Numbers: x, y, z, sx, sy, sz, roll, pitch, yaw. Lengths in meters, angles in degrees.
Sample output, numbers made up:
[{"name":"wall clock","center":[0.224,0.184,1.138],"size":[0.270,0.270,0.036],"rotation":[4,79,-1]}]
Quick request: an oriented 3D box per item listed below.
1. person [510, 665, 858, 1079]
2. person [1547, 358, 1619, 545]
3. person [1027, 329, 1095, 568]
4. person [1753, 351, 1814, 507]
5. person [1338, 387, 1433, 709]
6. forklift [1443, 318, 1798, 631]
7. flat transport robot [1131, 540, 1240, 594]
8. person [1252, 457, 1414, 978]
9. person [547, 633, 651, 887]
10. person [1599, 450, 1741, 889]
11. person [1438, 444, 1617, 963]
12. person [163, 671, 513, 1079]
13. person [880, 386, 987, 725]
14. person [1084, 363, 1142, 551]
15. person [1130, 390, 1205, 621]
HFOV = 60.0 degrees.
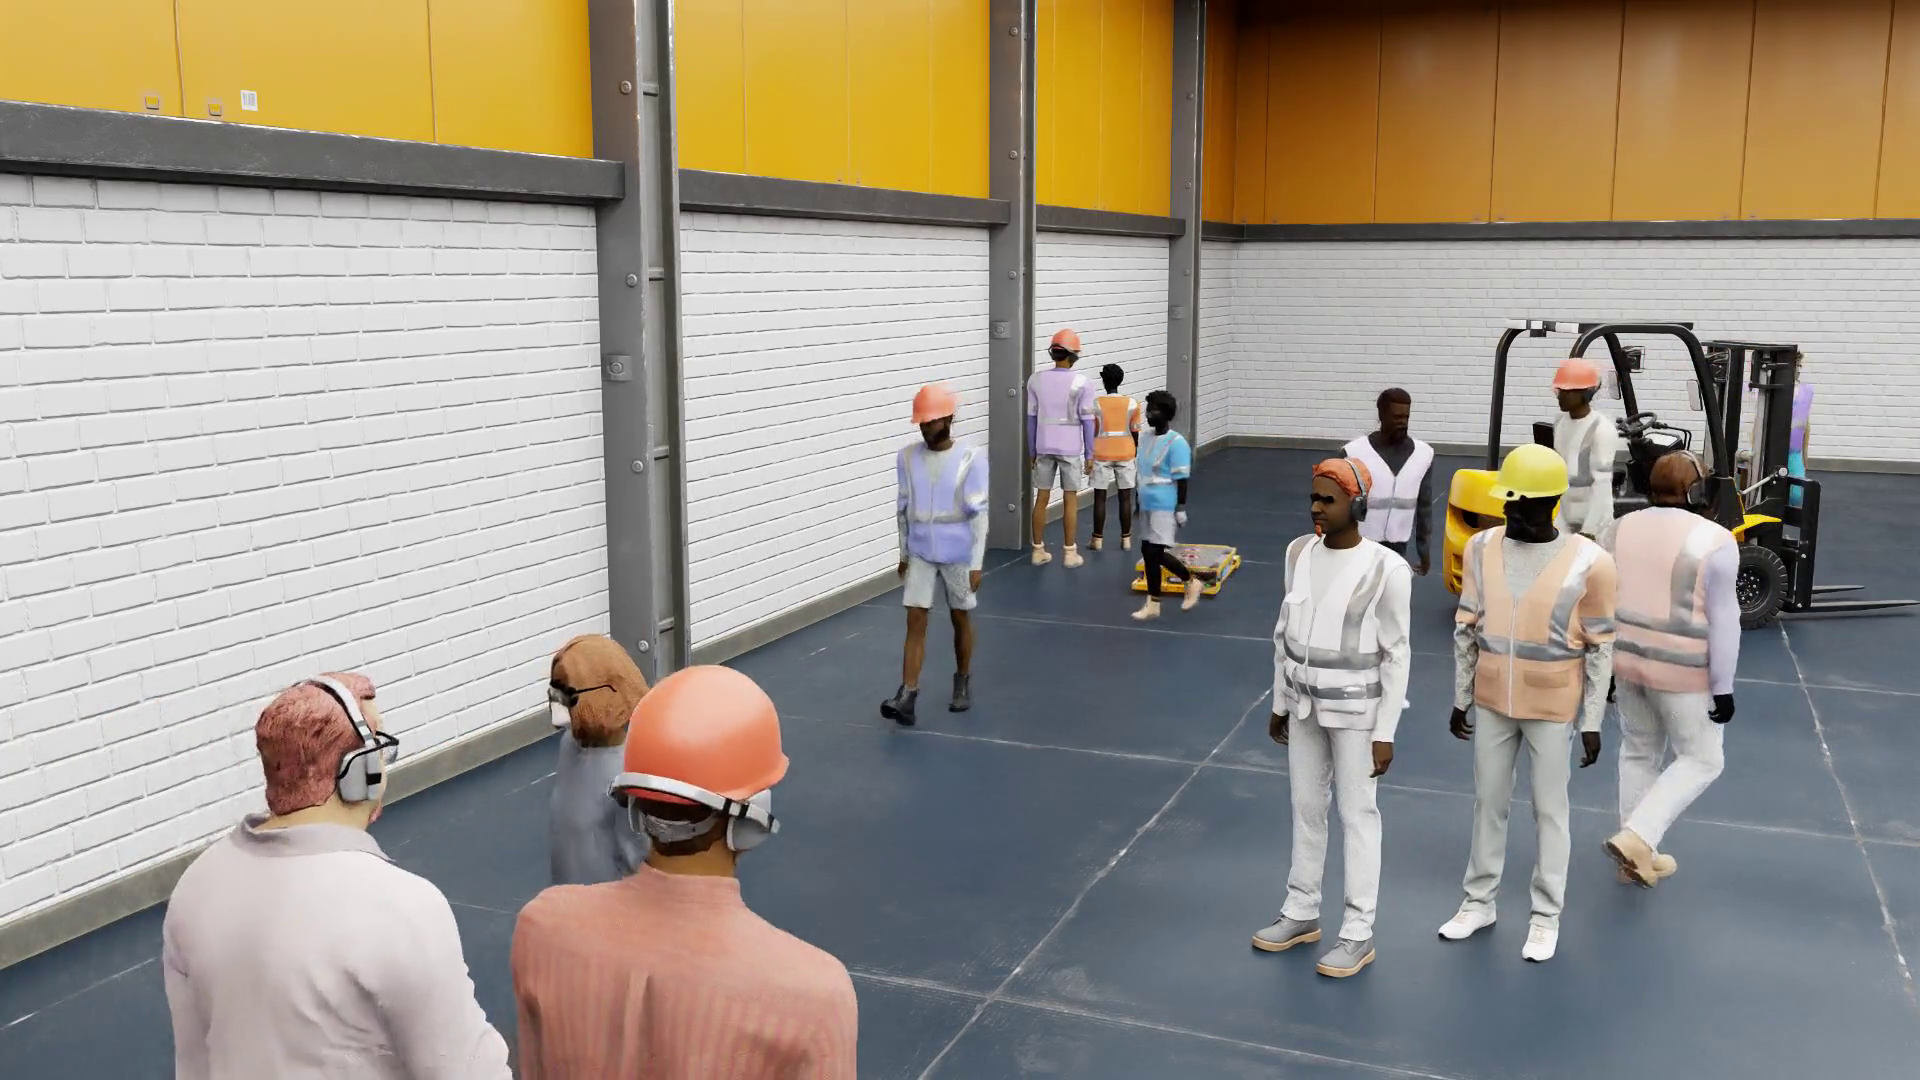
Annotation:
[{"name":"person","center":[-0.451,1.174,2.552],"size":[0.615,1.973,0.846],"rotation":[3,10,18]},{"name":"person","center":[3.920,-0.172,10.663],"size":[1.106,1.972,0.624],"rotation":[-2,10,-14]},{"name":"person","center":[0.869,-0.779,14.212],"size":[0.608,2.034,0.425],"rotation":[5,10,26]},{"name":"person","center":[7.263,-0.774,14.754],"size":[0.592,1.828,0.482],"rotation":[-2,10,-12]},{"name":"person","center":[2.512,-0.004,10.022],"size":[0.599,1.870,1.023],"rotation":[-2,10,-13]},{"name":"forklift","center":[4.706,-0.497,11.990],"size":[2.313,2.155,1.214],"rotation":[-2,10,-10]},{"name":"flat transport robot","center":[1.854,0.211,13.514],"size":[0.652,0.197,1.431],"rotation":[3,10,17]},{"name":"person","center":[1.358,0.636,6.066],"size":[0.356,1.883,0.572],"rotation":[-7,12,-37]},{"name":"person","center":[-0.934,1.044,4.347],"size":[0.283,1.633,0.500],"rotation":[-7,12,-36]},{"name":"person","center":[2.851,0.545,6.789],"size":[0.512,1.824,0.638],"rotation":[-5,11,-29]},{"name":"person","center":[2.099,0.598,6.175],"size":[0.588,1.923,0.383],"rotation":[9,13,42]},{"name":"person","center":[-1.131,1.165,2.965],"size":[0.644,1.858,1.016],"rotation":[7,12,37]},{"name":"person","center":[-0.142,0.094,9.322],"size":[0.564,1.891,0.940],"rotation":[3,10,16]},{"name":"person","center":[1.364,-0.738,14.974],"size":[0.536,1.693,0.317],"rotation":[-1,9,-4]},{"name":"person","center":[1.479,-0.246,12.011],"size":[0.447,1.682,0.540],"rotation":[-4,10,-24]}]
